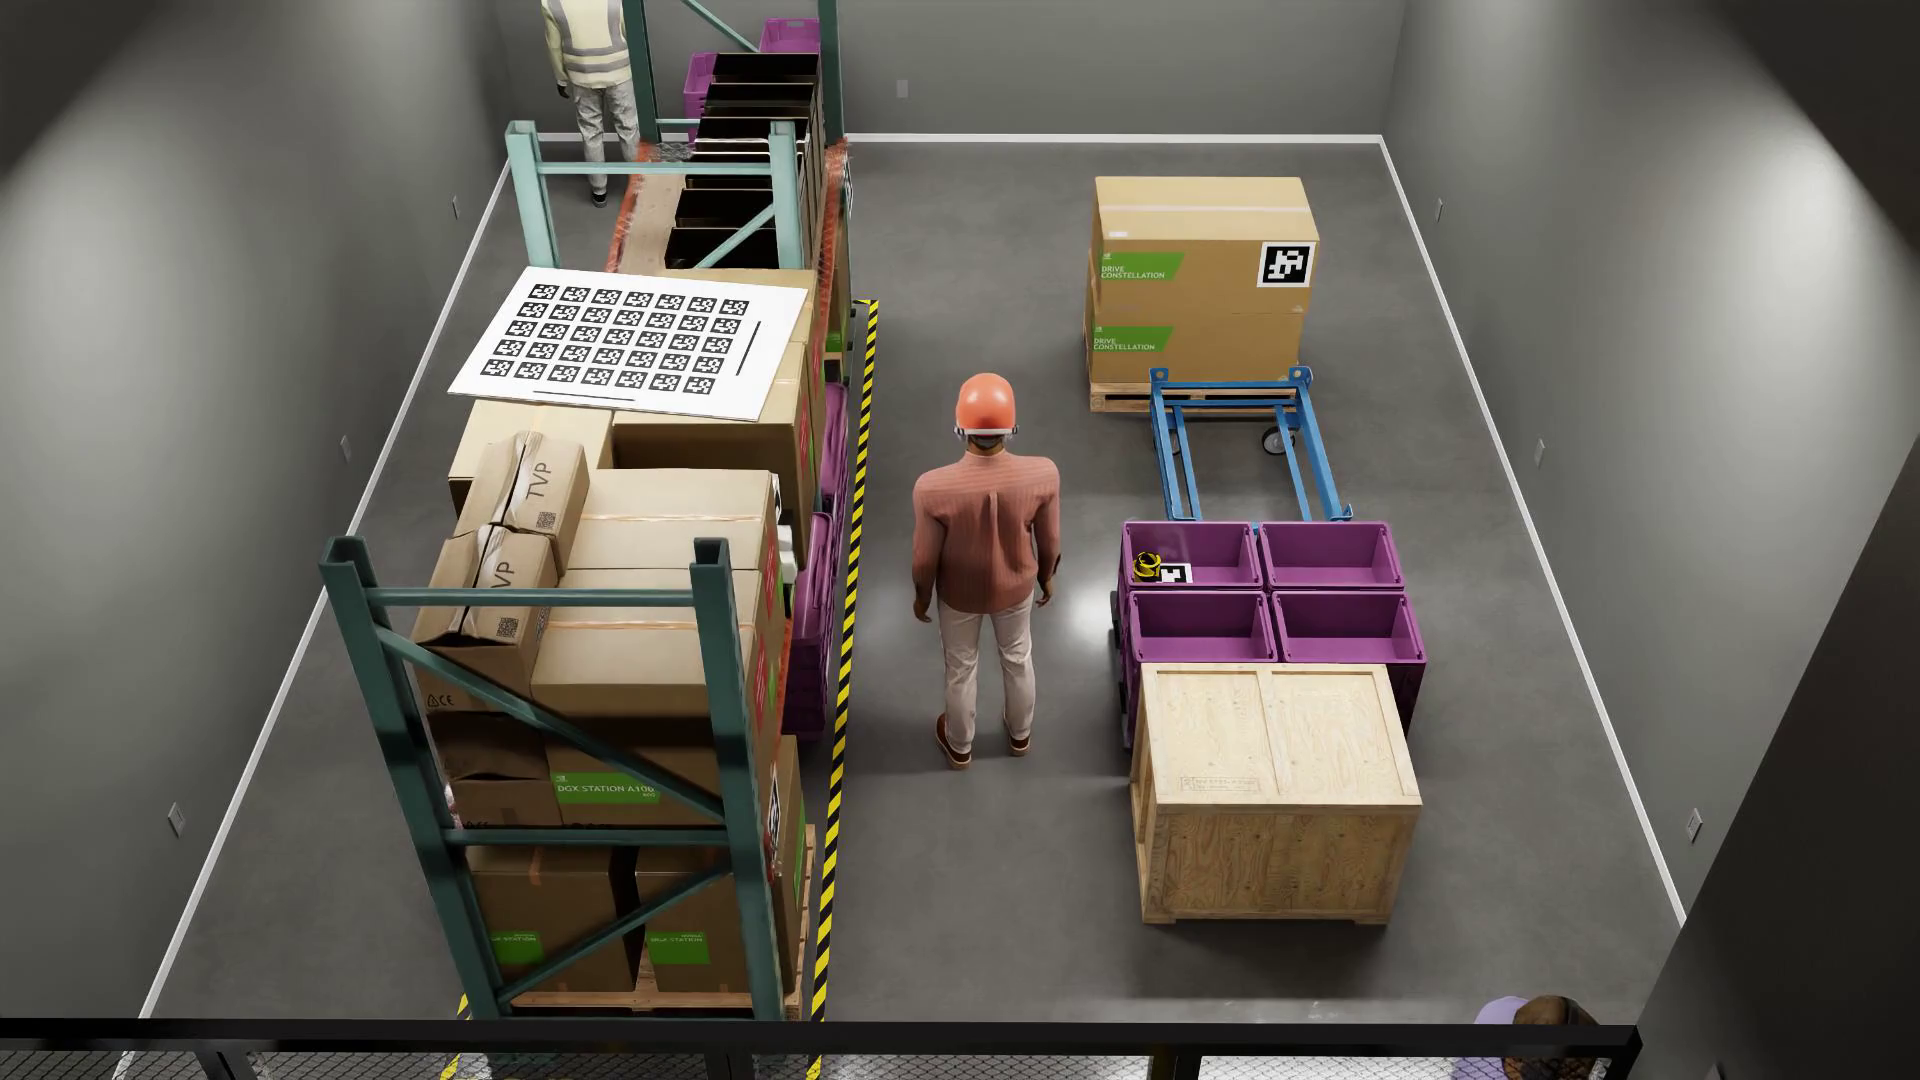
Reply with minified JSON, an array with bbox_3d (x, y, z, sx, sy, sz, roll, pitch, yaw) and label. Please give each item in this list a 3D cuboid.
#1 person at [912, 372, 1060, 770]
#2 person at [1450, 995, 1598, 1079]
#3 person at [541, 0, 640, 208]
[{"bbox_3d":[0.101,0.159,6.890,0.623,1.992,0.392,-9,42,-10],"label":"person"},{"bbox_3d":[1.529,1.939,4.907,0.373,1.935,0.630,11,42,12],"label":"person"},{"bbox_3d":[-2.300,-2.996,10.606,0.589,1.837,0.403,-4,41,-5],"label":"person"}]
